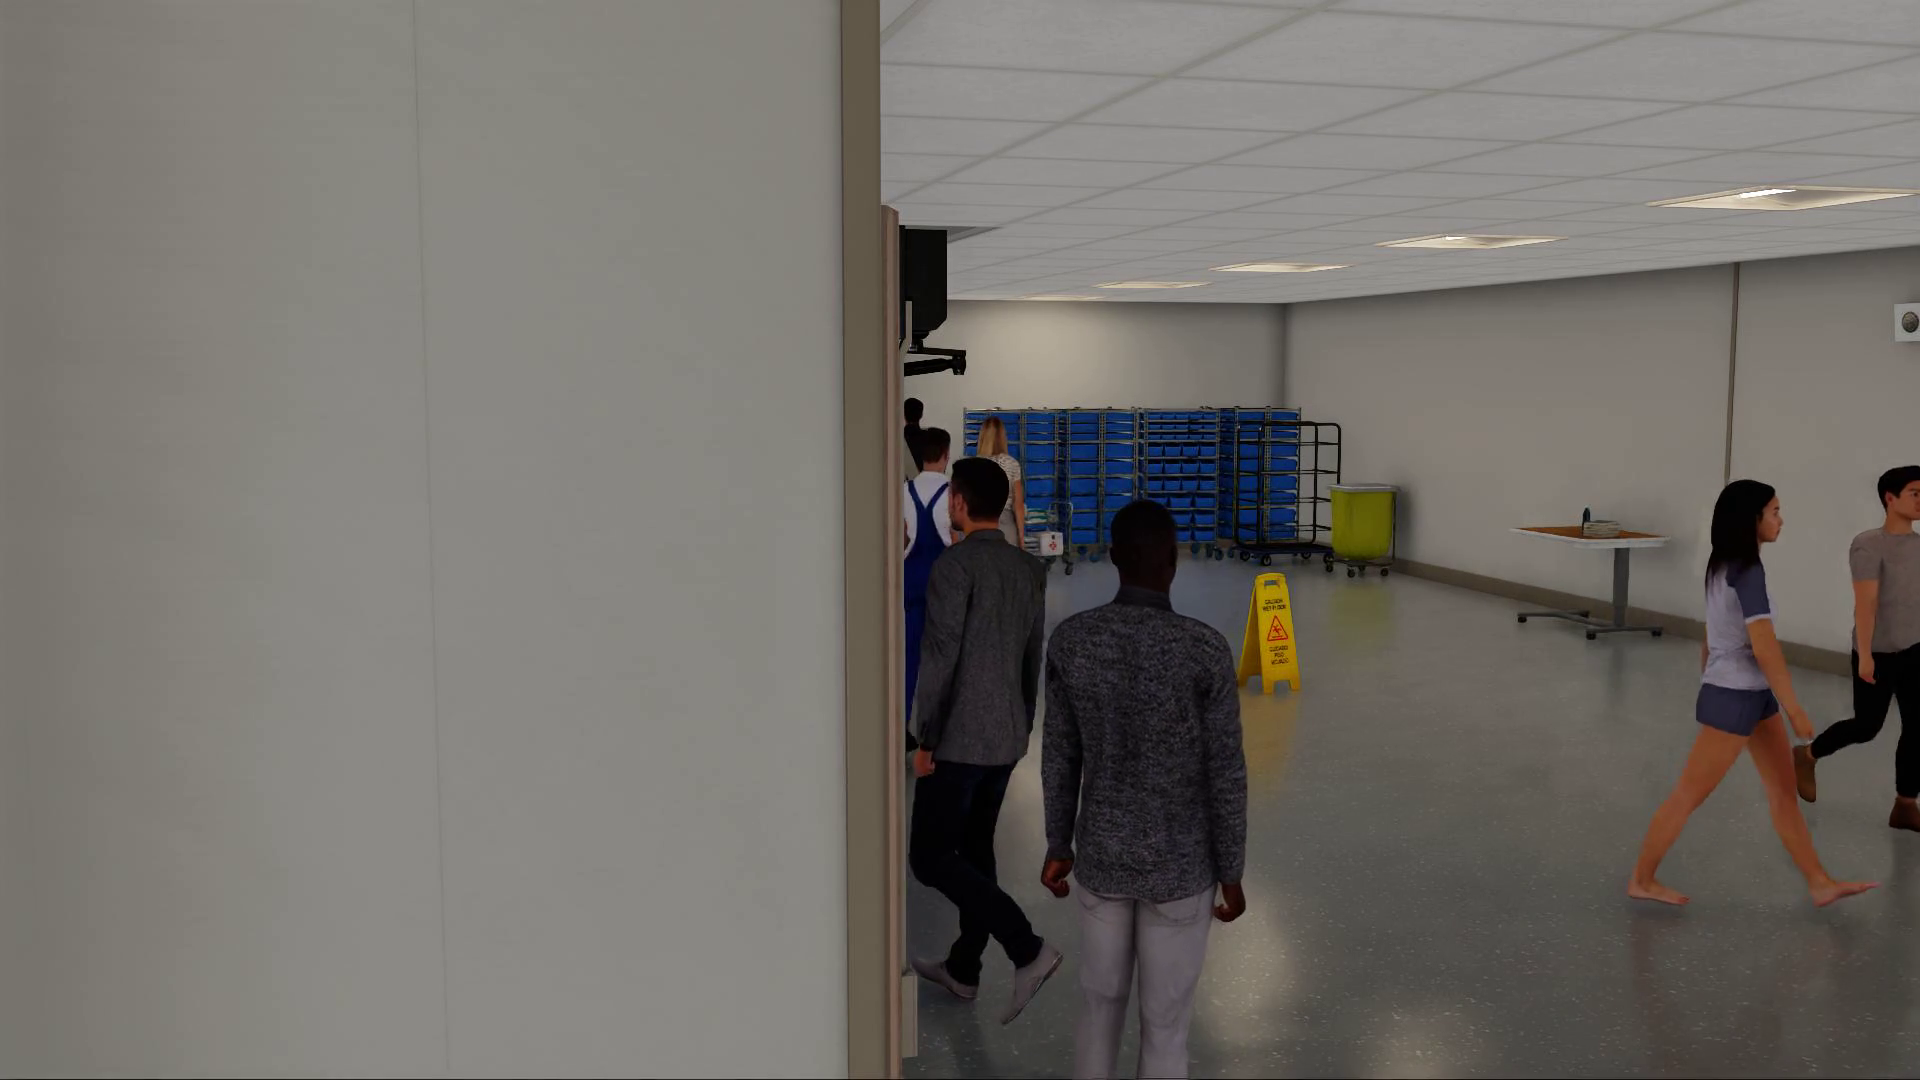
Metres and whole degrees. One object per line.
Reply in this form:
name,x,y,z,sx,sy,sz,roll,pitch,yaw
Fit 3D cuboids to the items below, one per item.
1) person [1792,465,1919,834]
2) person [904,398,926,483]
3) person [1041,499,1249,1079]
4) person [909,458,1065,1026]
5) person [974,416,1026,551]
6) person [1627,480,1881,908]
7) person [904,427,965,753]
person,4.318,0.507,7.839,0.612,1.699,0.967,-2,6,-16
person,-0.408,-0.303,14.765,0.691,1.924,0.589,-2,6,-16
person,0.447,0.815,4.106,0.828,1.833,0.884,3,6,27
person,0.092,0.667,5.468,1.131,1.856,1.019,5,7,40
person,0.251,0.021,12.110,0.735,1.811,0.891,0,6,-3
person,2.933,0.656,6.474,1.065,1.677,1.151,2,6,17
person,-0.201,0.317,9.236,1.162,1.797,1.369,2,6,21
